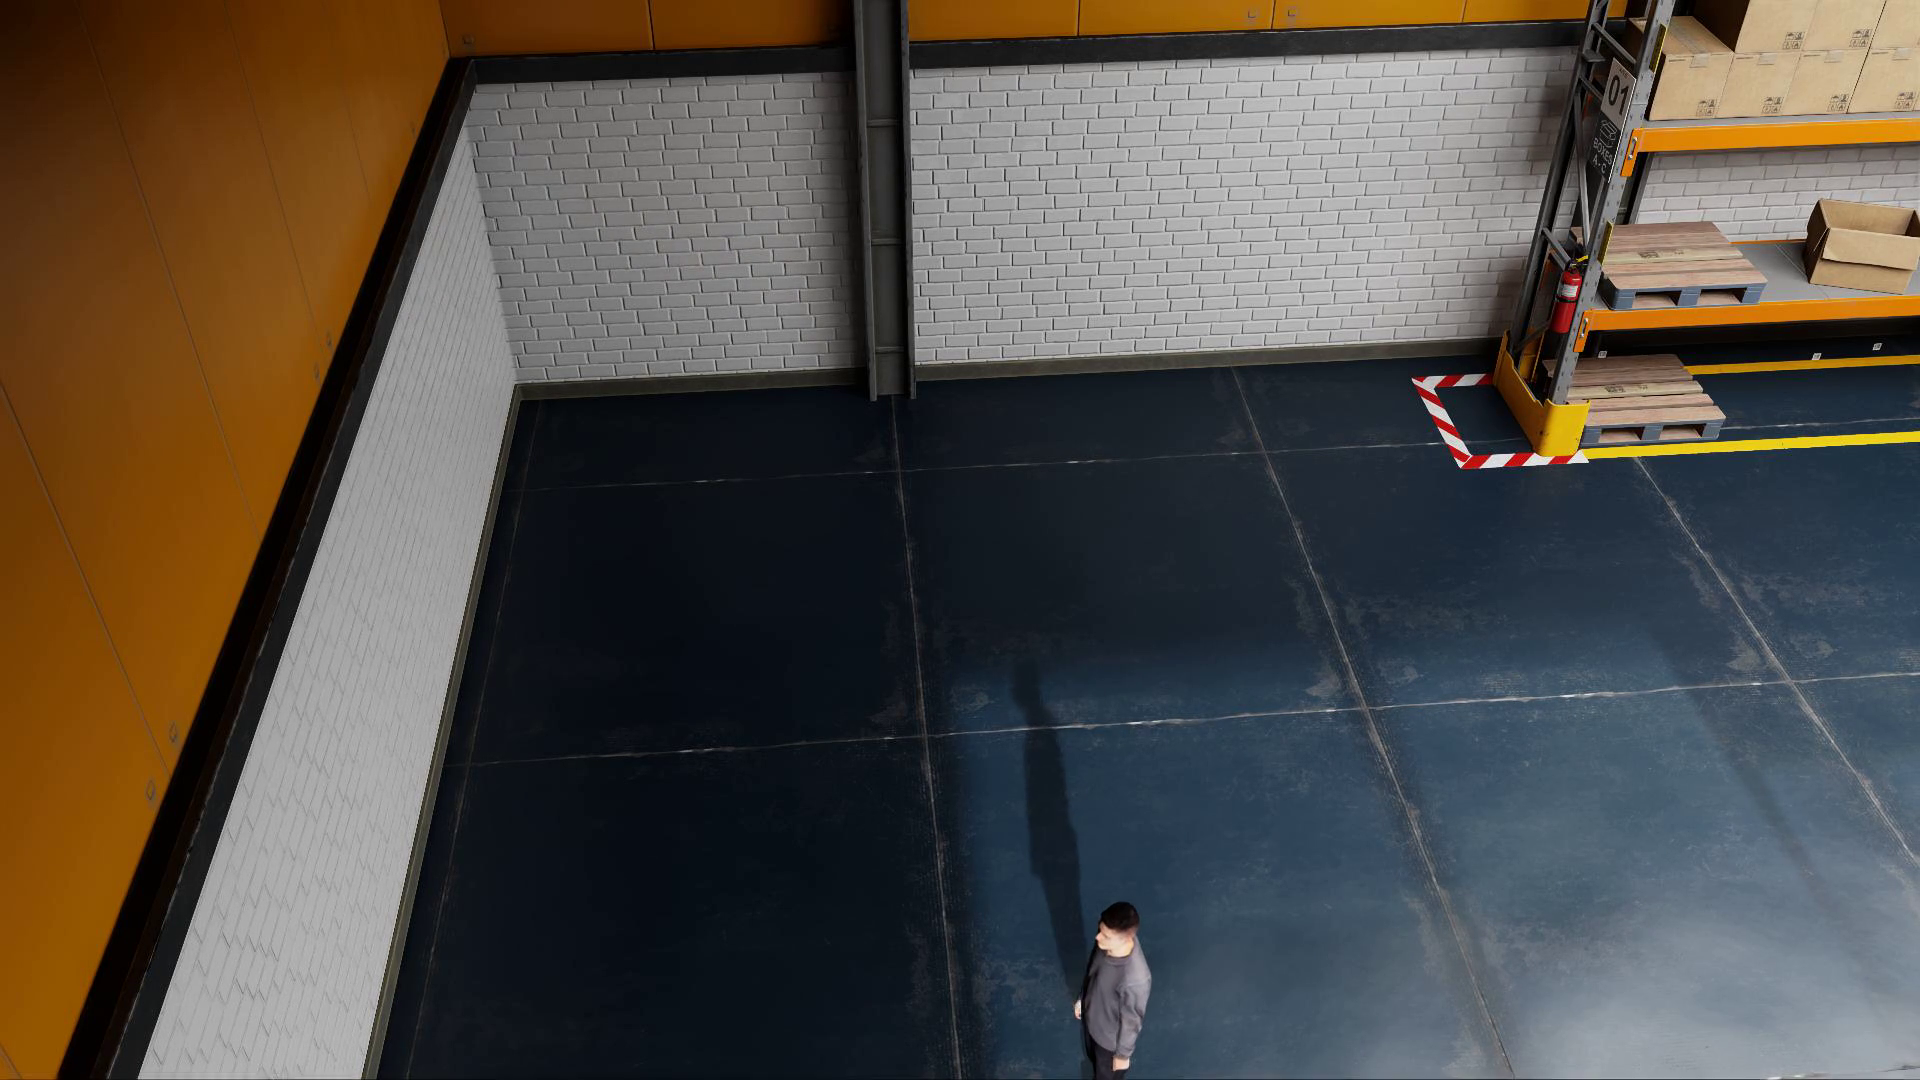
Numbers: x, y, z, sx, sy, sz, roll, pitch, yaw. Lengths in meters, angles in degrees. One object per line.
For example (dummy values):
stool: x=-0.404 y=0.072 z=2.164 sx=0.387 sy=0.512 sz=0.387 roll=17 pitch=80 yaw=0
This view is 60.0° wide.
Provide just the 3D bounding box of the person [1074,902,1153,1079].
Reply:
person: x=0.765 y=2.389 z=8.318 sx=0.628 sy=1.762 sz=0.668 roll=-11 pitch=40 yaw=-13
